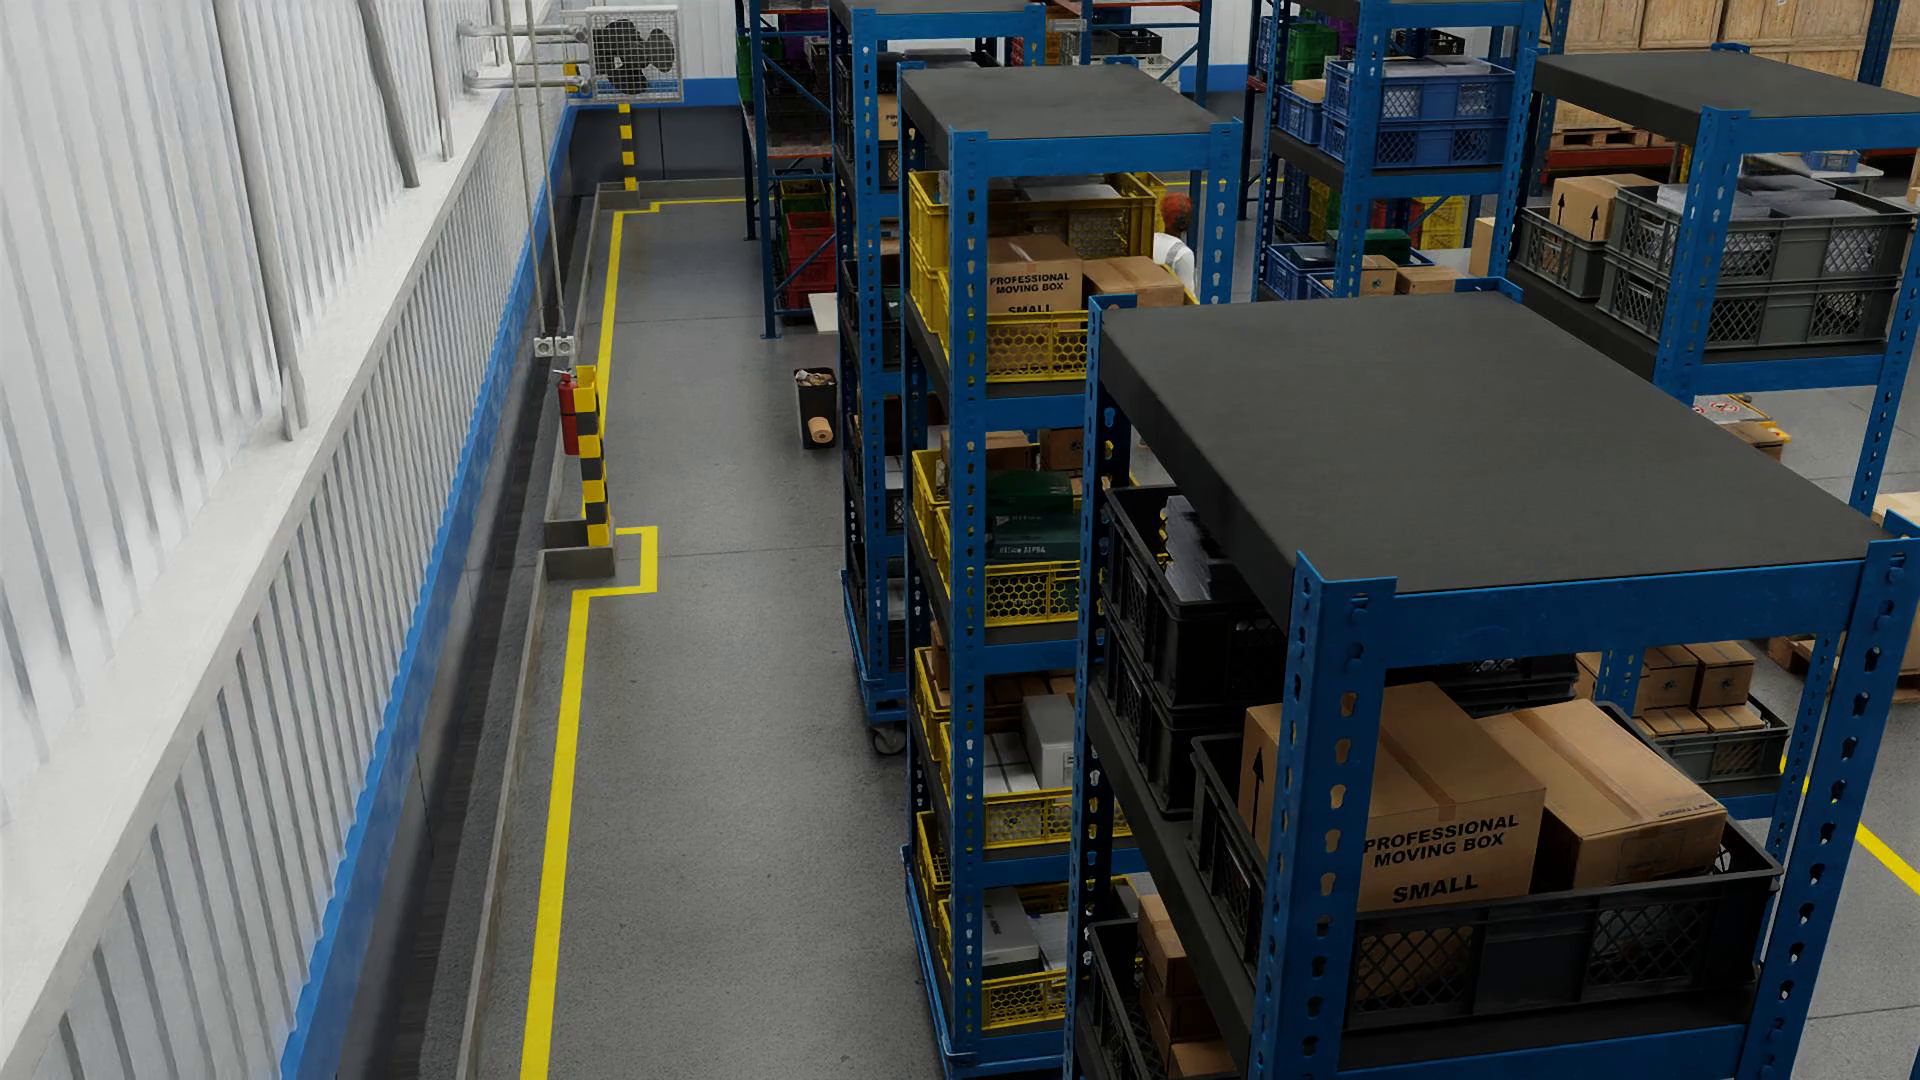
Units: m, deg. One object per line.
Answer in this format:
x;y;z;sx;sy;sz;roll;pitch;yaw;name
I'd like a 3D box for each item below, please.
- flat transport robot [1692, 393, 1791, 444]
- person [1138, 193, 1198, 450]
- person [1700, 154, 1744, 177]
5.224;-0.859;12.132;1.431;0.197;0.652;-4;25;-8;flat transport robot
1.465;-1.477;11.579;0.356;1.882;0.574;-12;27;-24;person
7.133;-3.391;15.661;0.799;1.958;0.656;-2;25;-4;person
